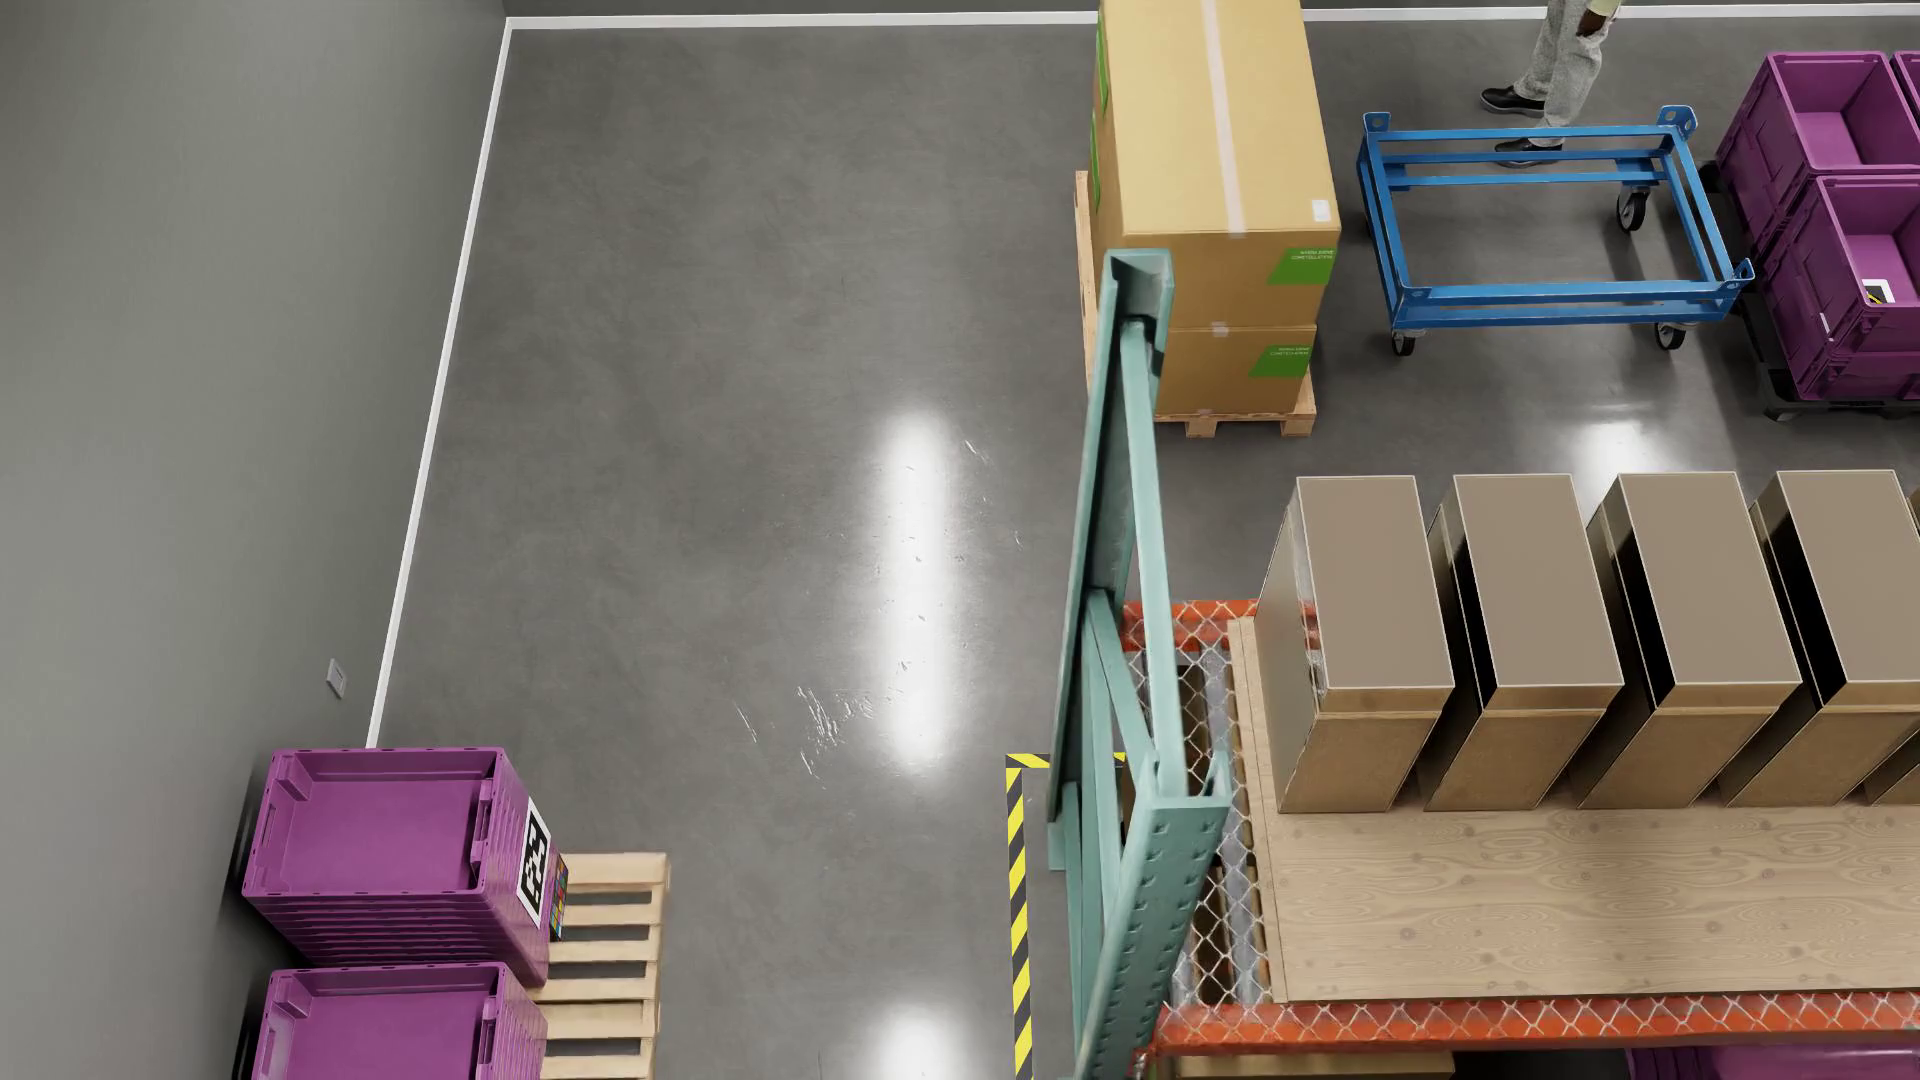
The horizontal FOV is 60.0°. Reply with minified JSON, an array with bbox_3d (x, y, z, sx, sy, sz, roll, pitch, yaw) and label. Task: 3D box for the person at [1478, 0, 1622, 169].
[{"bbox_3d":[2.312,-2.148,6.078,0.404,1.837,0.586,3,58,2],"label":"person"}]
